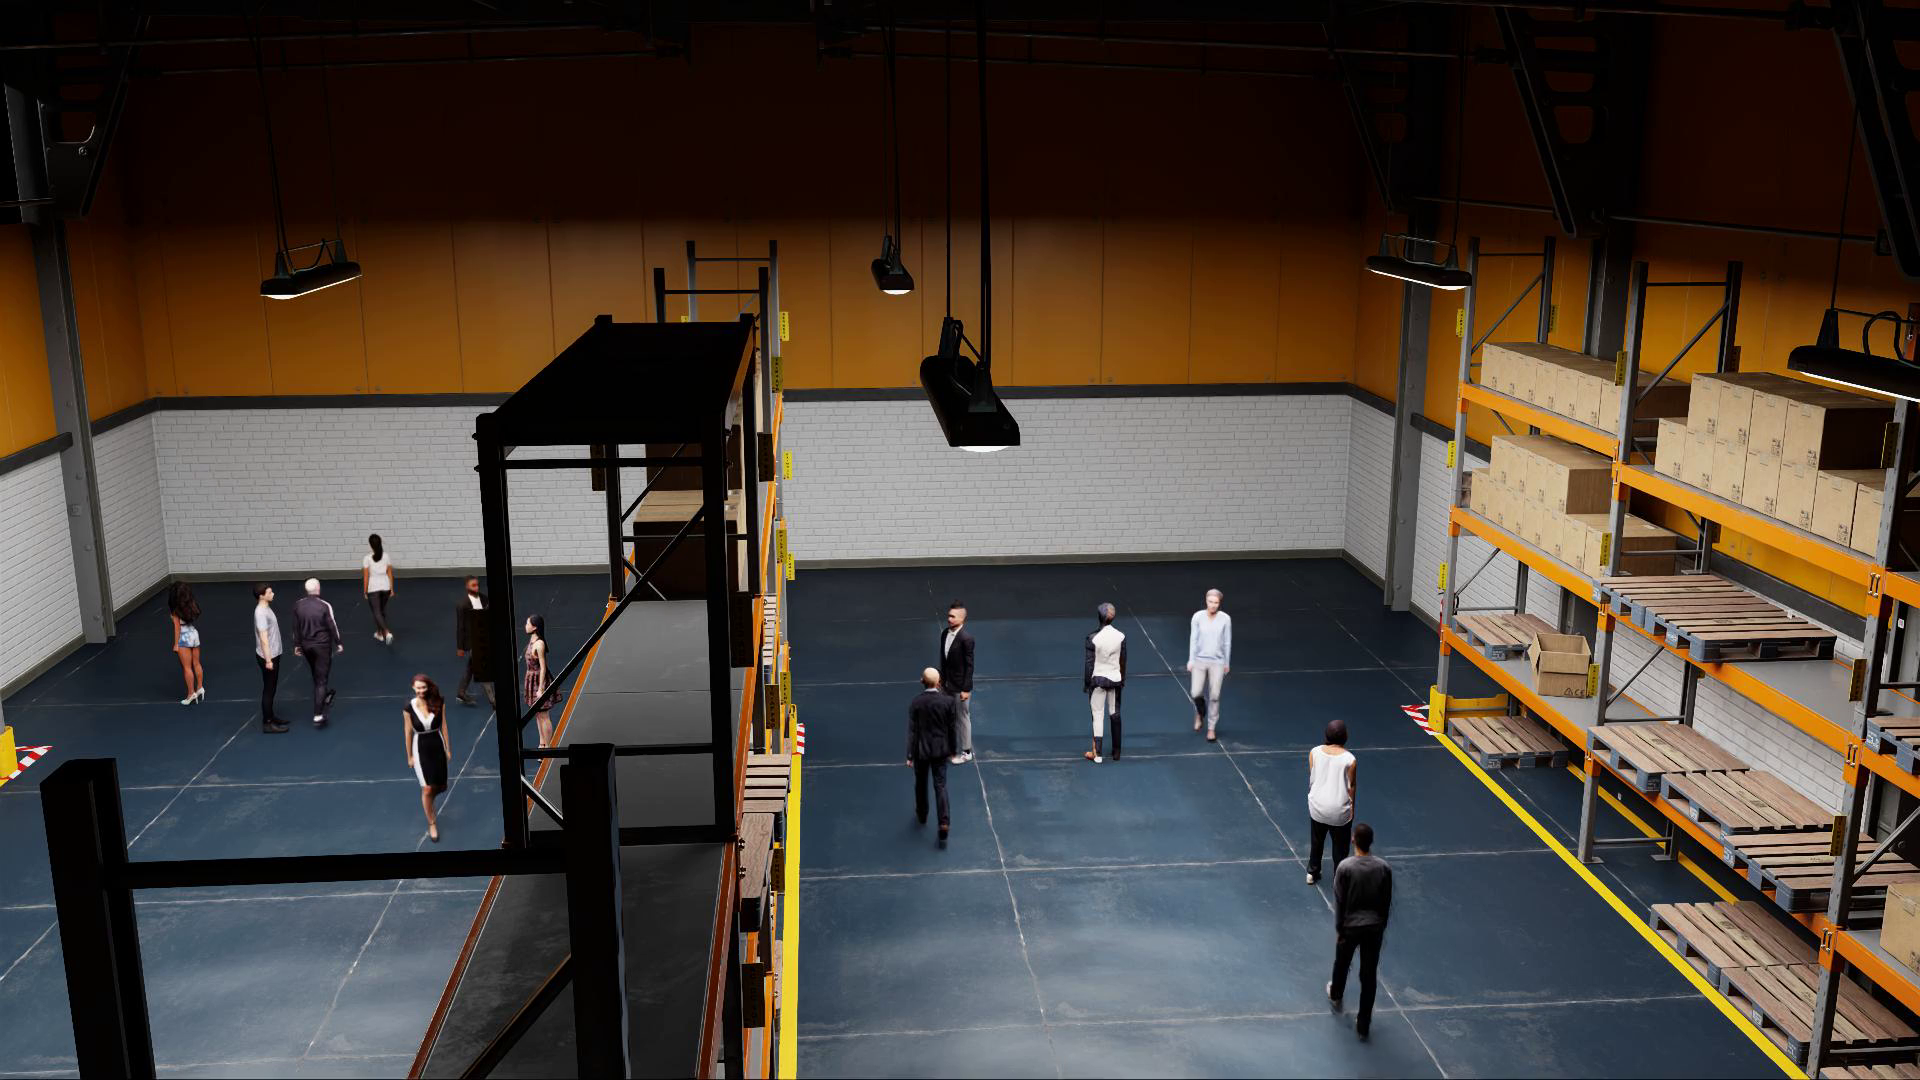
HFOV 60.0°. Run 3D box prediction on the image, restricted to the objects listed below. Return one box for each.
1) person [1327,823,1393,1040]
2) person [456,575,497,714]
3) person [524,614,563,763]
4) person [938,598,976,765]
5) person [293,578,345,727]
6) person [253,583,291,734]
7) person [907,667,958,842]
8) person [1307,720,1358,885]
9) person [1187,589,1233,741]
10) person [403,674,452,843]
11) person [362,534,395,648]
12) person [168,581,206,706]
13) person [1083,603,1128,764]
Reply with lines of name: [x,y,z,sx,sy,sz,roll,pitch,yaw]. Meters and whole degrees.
person: [3.257,3.179,13.423,0.747,1.731,1.030,1,14,6]
person: [-6.187,1.322,21.074,1.162,1.740,1.241,7,15,28]
person: [-4.911,1.715,19.379,0.832,1.774,0.738,-7,15,-27]
person: [-0.031,1.623,19.374,0.859,1.956,0.747,-11,17,-37]
person: [-7.999,1.414,20.594,0.878,1.788,1.236,2,14,6]
person: [-8.492,1.425,20.392,0.783,1.862,0.564,-5,14,-19]
person: [-0.278,2.228,17.257,0.758,1.776,1.183,-2,14,-9]
person: [3.608,2.551,16.121,0.761,1.683,0.824,12,18,40]
person: [3.017,1.478,20.137,0.765,1.879,0.816,2,14,8]
person: [-5.520,2.223,17.265,0.784,1.783,0.936,-7,15,-27]
person: [-8.267,0.738,23.737,0.963,1.621,1.106,-12,18,-40]
person: [-9.937,1.312,21.363,0.672,1.625,0.554,2,14,7]
person: [1.696,1.655,19.373,0.721,1.893,0.646,-4,14,-14]
